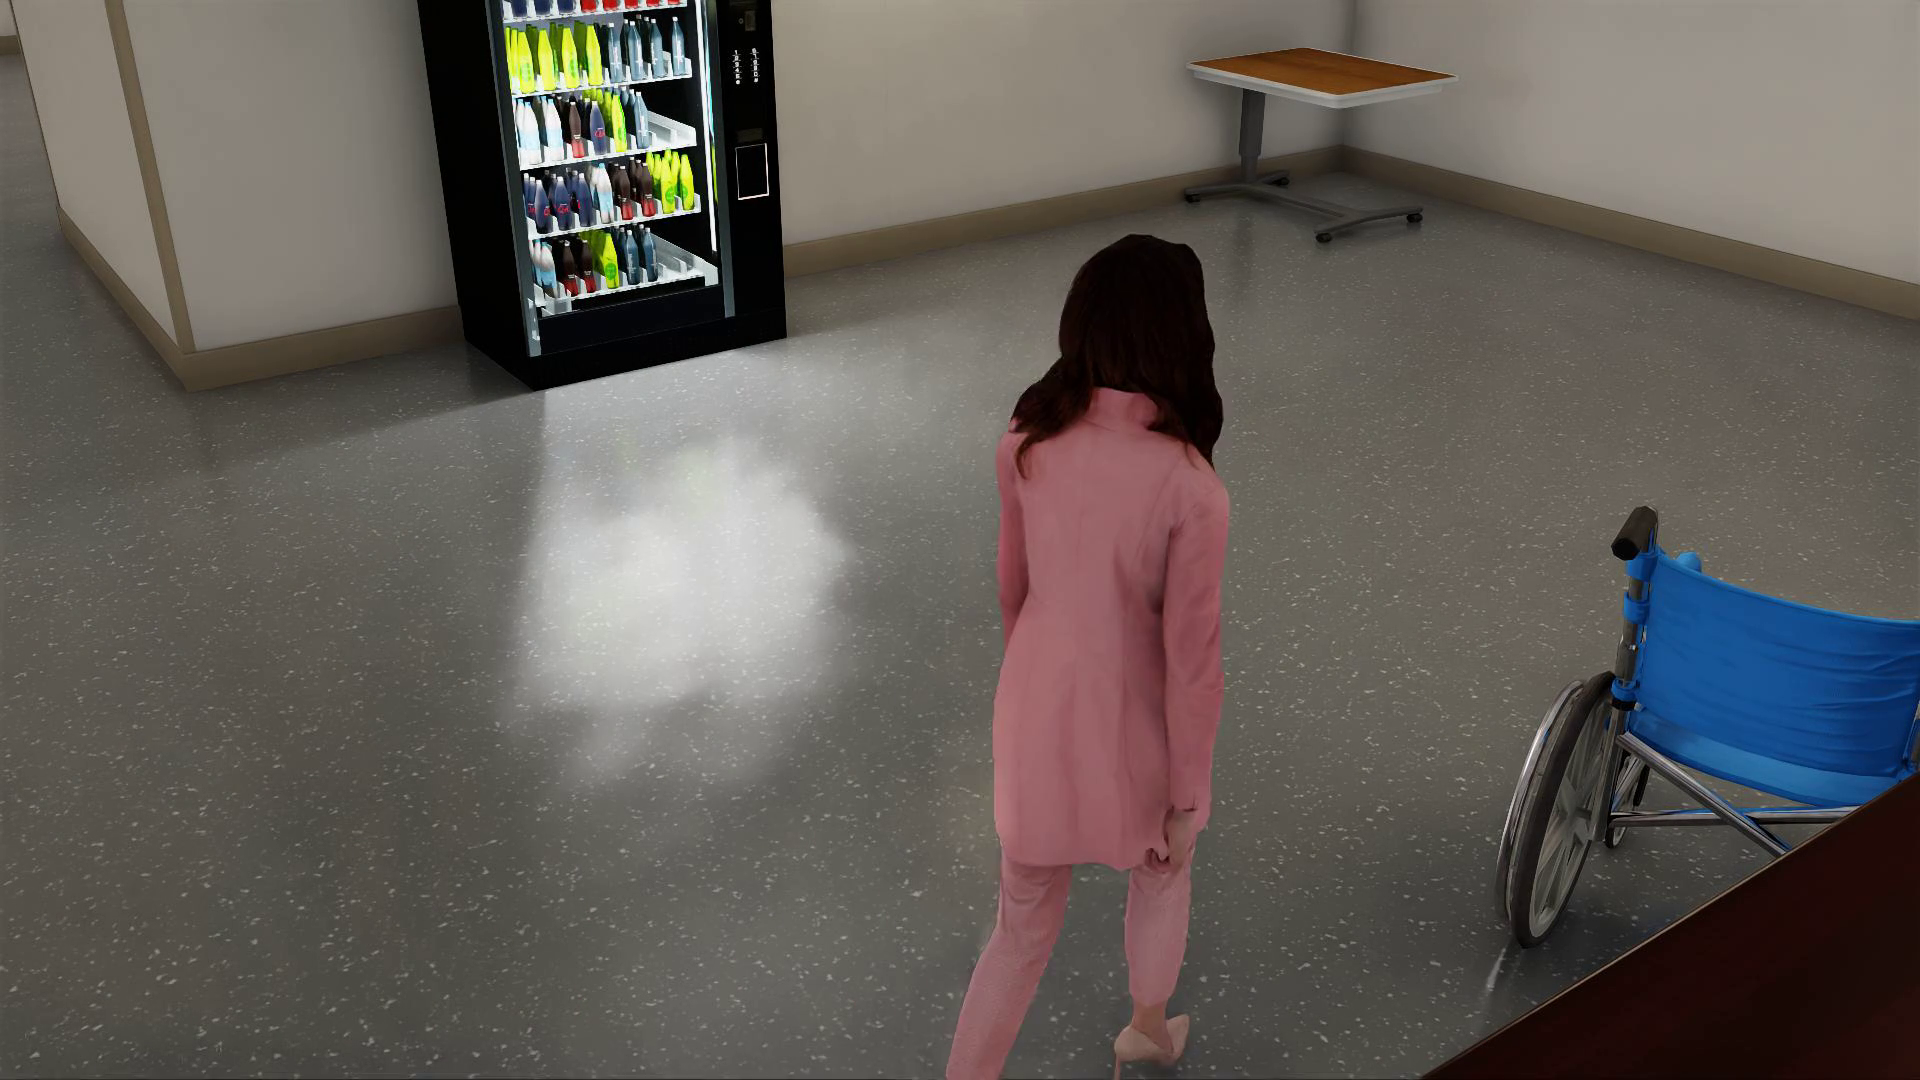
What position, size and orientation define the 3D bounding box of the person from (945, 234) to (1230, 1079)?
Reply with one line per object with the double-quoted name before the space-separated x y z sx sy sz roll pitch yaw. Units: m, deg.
"person" 0.175 0.407 2.806 0.930 1.764 1.202 14 29 26
